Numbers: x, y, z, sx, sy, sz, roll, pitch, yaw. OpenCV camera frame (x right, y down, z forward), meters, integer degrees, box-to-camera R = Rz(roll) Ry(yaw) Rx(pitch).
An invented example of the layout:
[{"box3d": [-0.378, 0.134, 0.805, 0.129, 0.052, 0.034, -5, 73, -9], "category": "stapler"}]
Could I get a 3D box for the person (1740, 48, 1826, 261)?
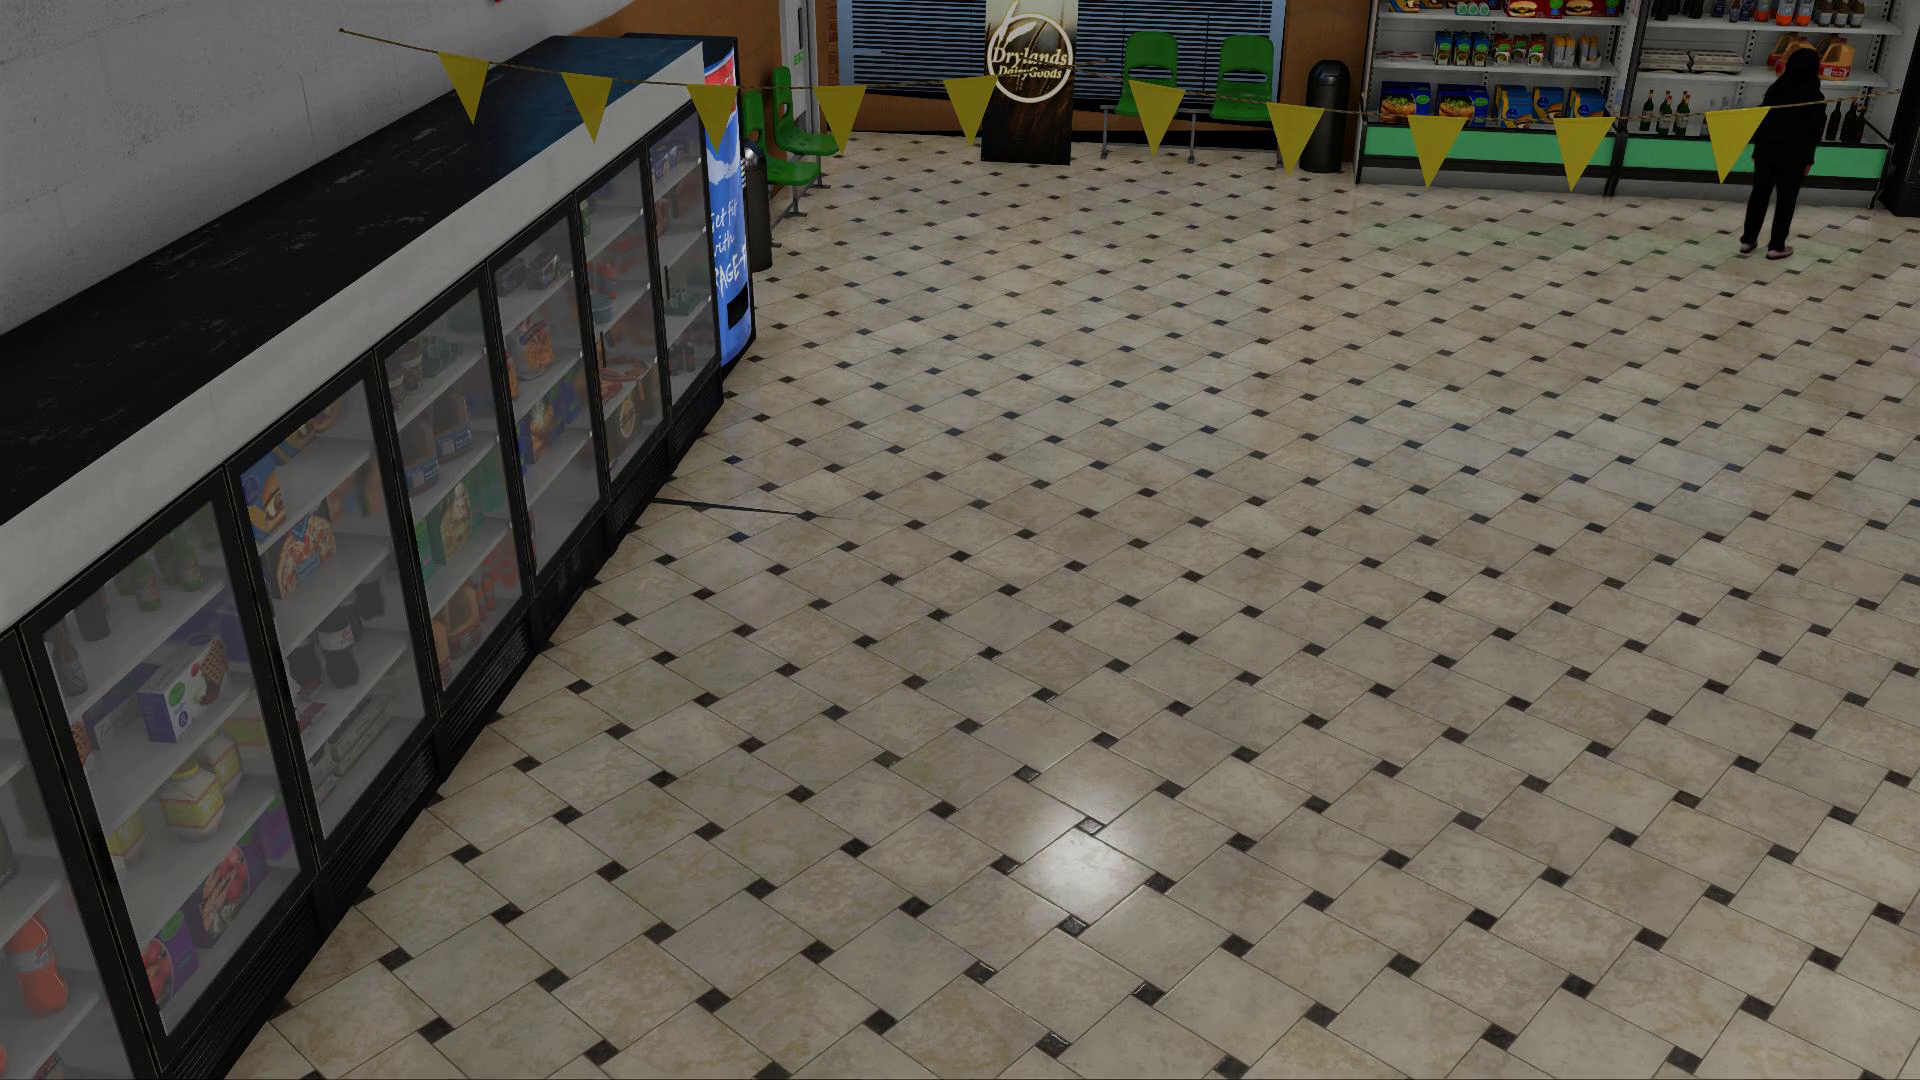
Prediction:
[{"box3d": [6.429, -3.018, 13.011, 0.825, 1.616, 0.756, -21, 35, -33], "category": "person"}]
